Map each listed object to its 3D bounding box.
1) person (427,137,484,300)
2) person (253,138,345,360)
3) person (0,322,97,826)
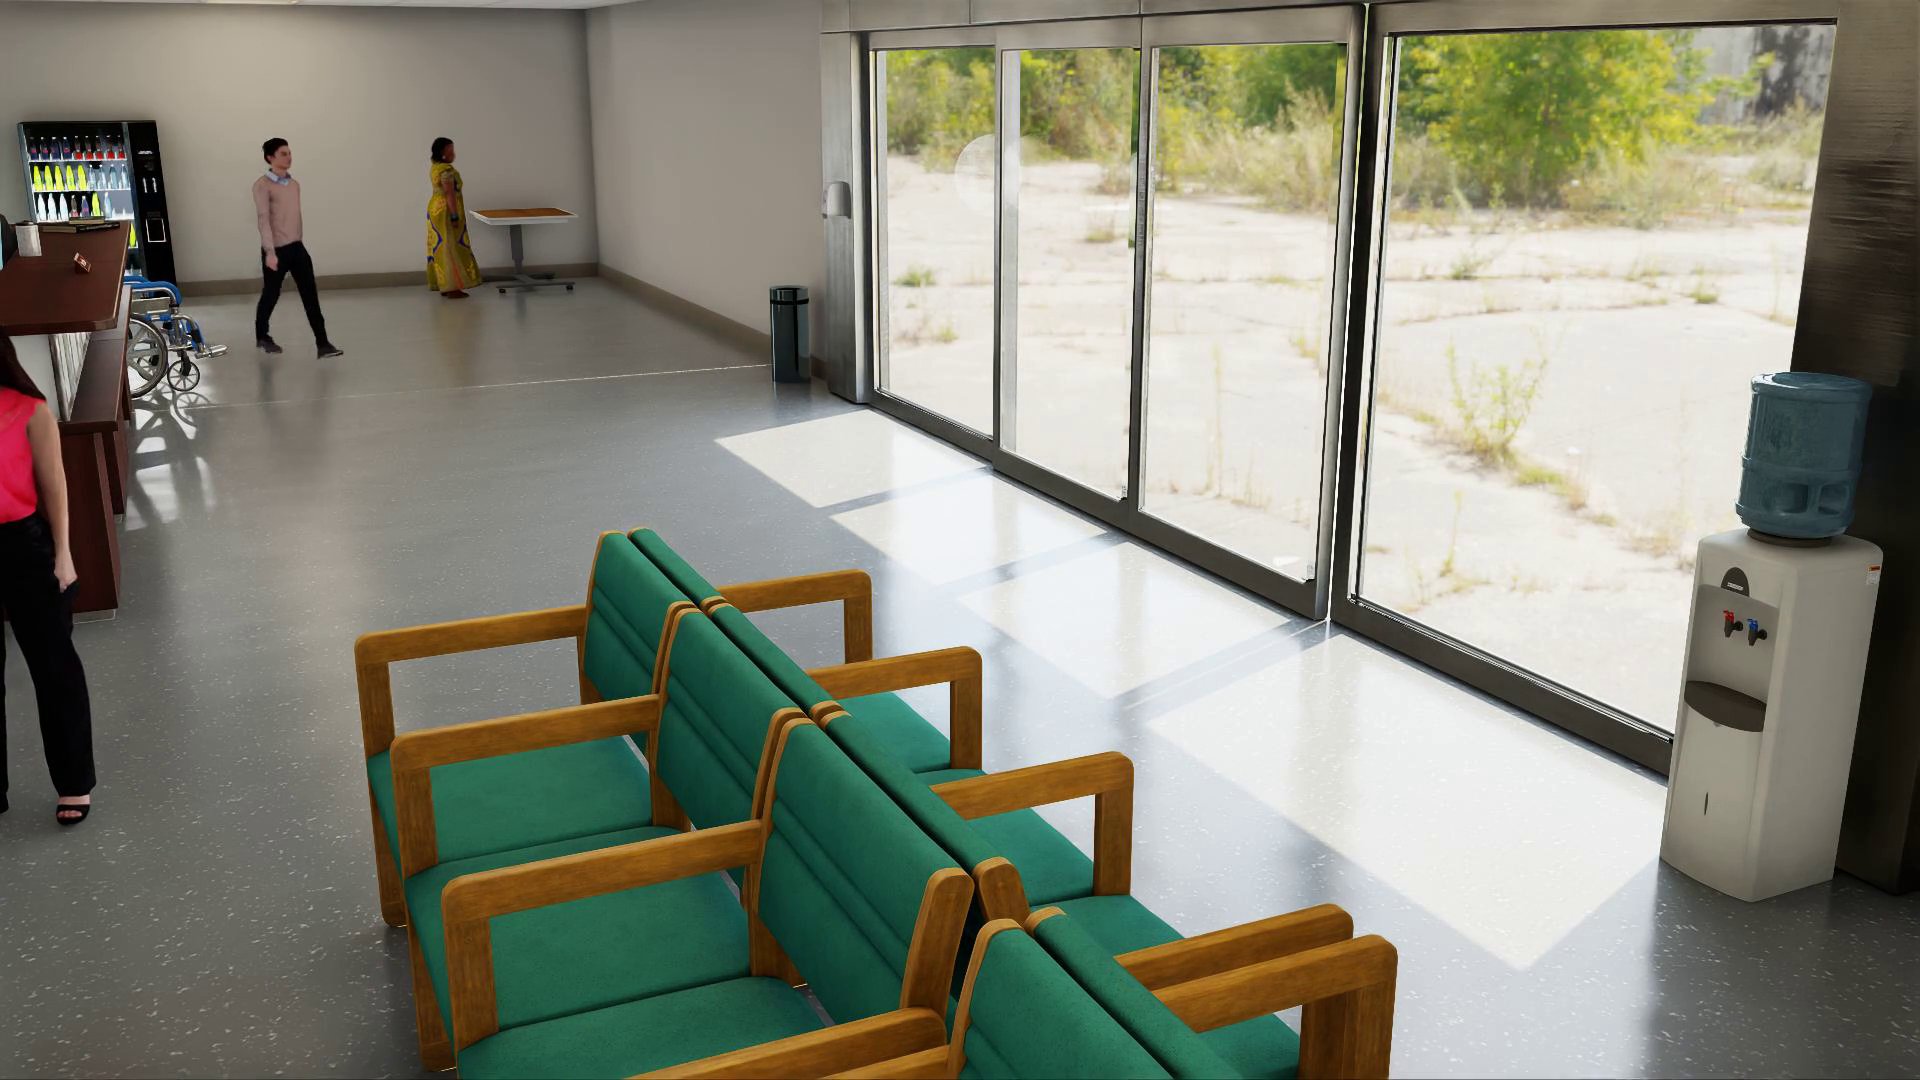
[{"bbox_3d":[-5.407,-3.399,17.529,0.793,1.658,0.871,-9,18,-30],"label":"person"},{"bbox_3d":[-5.585,-2.344,13.591,1.194,1.764,1.218,8,17,25],"label":"person"},{"bbox_3d":[-2.972,0.091,5.149,0.553,1.659,0.706,-2,16,-9],"label":"person"}]
